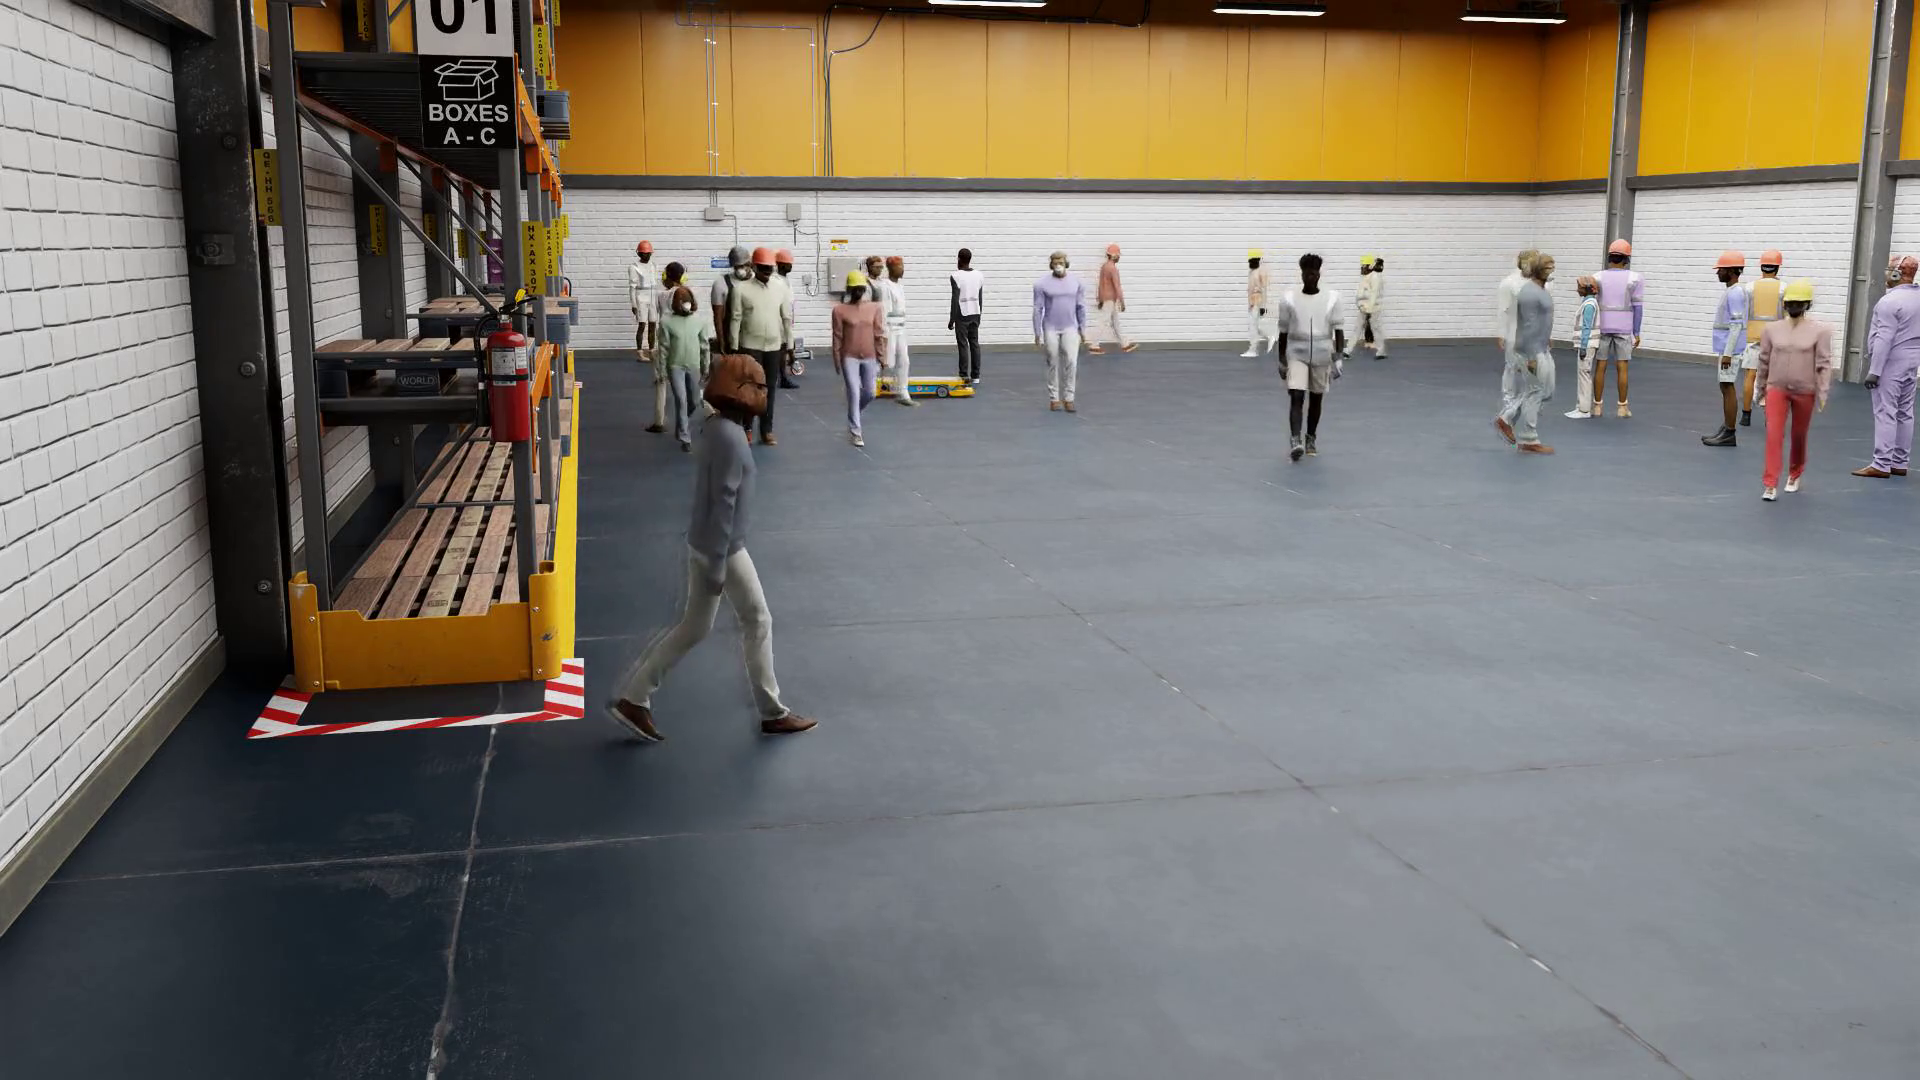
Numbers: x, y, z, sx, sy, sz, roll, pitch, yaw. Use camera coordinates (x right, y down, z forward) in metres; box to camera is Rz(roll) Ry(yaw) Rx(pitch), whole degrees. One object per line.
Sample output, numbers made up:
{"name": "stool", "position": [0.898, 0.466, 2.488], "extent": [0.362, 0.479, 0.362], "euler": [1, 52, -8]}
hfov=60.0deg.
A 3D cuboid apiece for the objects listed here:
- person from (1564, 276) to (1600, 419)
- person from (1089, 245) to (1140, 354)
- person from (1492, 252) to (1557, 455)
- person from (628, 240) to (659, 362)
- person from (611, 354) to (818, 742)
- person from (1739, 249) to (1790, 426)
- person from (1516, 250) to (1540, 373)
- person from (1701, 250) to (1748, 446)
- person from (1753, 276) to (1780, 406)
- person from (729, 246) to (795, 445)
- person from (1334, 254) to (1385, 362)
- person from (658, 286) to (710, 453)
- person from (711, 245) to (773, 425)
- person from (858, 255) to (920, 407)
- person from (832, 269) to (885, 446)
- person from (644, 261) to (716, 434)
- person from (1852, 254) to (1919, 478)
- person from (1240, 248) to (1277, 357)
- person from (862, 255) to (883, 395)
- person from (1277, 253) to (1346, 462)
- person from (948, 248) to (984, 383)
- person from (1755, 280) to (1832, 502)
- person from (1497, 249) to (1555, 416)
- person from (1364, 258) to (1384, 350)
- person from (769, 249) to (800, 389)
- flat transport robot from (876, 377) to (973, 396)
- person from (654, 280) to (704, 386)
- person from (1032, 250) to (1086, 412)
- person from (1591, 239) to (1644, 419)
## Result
{"name": "person", "position": [7.149, -2.202, 19.038], "extent": [0.325, 1.632, 0.518], "euler": [4, 11, 19]}
{"name": "person", "position": [2.768, -4.286, 29.719], "extent": [1.024, 1.936, 0.657], "euler": [-3, 11, -14]}
{"name": "person", "position": [5.422, -1.772, 15.844], "extent": [0.531, 1.922, 0.634], "euler": [7, 12, 32]}
{"name": "person", "position": [-5.237, -3.976, 27.785], "extent": [0.408, 2.029, 0.613], "euler": [8, 13, 36]}
{"name": "person", "position": [-1.024, 0.040, 6.740], "extent": [0.805, 1.591, 0.550], "euler": [-4, 11, -20]}
{"name": "person", "position": [8.805, -2.204, 18.203], "extent": [0.542, 1.938, 0.358], "euler": [6, 12, 30]}
{"name": "person", "position": [8.722, -3.496, 25.498], "extent": [0.434, 1.888, 0.647], "euler": [3, 11, 15]}
{"name": "person", "position": [7.588, -1.895, 16.493], "extent": [0.370, 1.935, 0.552], "euler": [4, 11, 23]}
{"name": "person", "position": [10.003, -2.490, 20.692], "extent": [0.519, 1.615, 0.784], "euler": [1, 10, 8]}
{"name": "person", "position": [-1.954, -1.912, 16.476], "extent": [0.639, 1.974, 0.462], "euler": [-6, 12, -29]}
{"name": "person", "position": [6.749, -3.875, 27.850], "extent": [0.932, 1.787, 0.612], "euler": [-1, 10, -8]}
{"name": "person", "position": [-2.704, -1.671, 16.175], "extent": [0.511, 1.608, 0.684], "euler": [-5, 11, -25]}
{"name": "person", "position": [-2.412, -2.289, 18.387], "extent": [0.689, 2.000, 0.860], "euler": [-3, 11, -18]}
{"name": "person", "position": [-0.904, -2.544, 20.335], "extent": [0.758, 1.863, 0.583], "euler": [4, 11, 21]}
{"name": "person", "position": [-1.043, -1.835, 16.665], "extent": [0.526, 1.748, 0.649], "euler": [-4, 11, -23]}
{"name": "person", "position": [-2.922, -2.014, 17.494], "extent": [0.852, 1.828, 0.540], "euler": [9, 13, 40]}
{"name": "person", "position": [8.010, -1.485, 14.296], "extent": [0.642, 1.913, 0.410], "euler": [-6, 12, -31]}
{"name": "person", "position": [5.246, -4.145, 29.066], "extent": [0.642, 1.908, 0.584], "euler": [-3, 11, -15]}
{"name": "person", "position": [-1.107, -2.823, 21.908], "extent": [0.434, 1.835, 0.551], "euler": [6, 12, 30]}
{"name": "person", "position": [3.245, -1.680, 15.389], "extent": [0.614, 1.902, 1.031], "euler": [1, 10, 8]}
{"name": "person", "position": [0.088, -3.173, 23.622], "extent": [0.587, 1.920, 0.392], "euler": [-10, 14, -43]}
{"name": "person", "position": [6.602, -1.193, 13.199], "extent": [0.532, 1.722, 0.929], "euler": [6, 12, 31]}
{"name": "person", "position": [6.560, -2.391, 19.309], "extent": [0.671, 1.927, 0.405], "euler": [0, 10, 1]}
{"name": "person", "position": [7.747, -4.408, 31.074], "extent": [0.322, 1.699, 0.536], "euler": [-1, 10, -4]}
{"name": "person", "position": [-2.517, -3.040, 22.916], "extent": [0.625, 1.922, 0.549], "euler": [4, 11, 21]}
{"name": "flat transport robot", "position": [-0.550, -2.016, 21.783], "extent": [1.431, 0.197, 0.652], "euler": [0, 10, -1]}
{"name": "person", "position": [-3.961, -2.916, 23.103], "extent": [0.825, 1.597, 0.520], "euler": [7, 12, 34]}
{"name": "person", "position": [1.185, -2.456, 19.684], "extent": [0.657, 1.906, 0.799], "euler": [-1, 10, -3]}
{"name": "person", "position": [7.485, -2.409, 19.045], "extent": [0.608, 2.045, 0.392], "euler": [6, 12, 30]}
